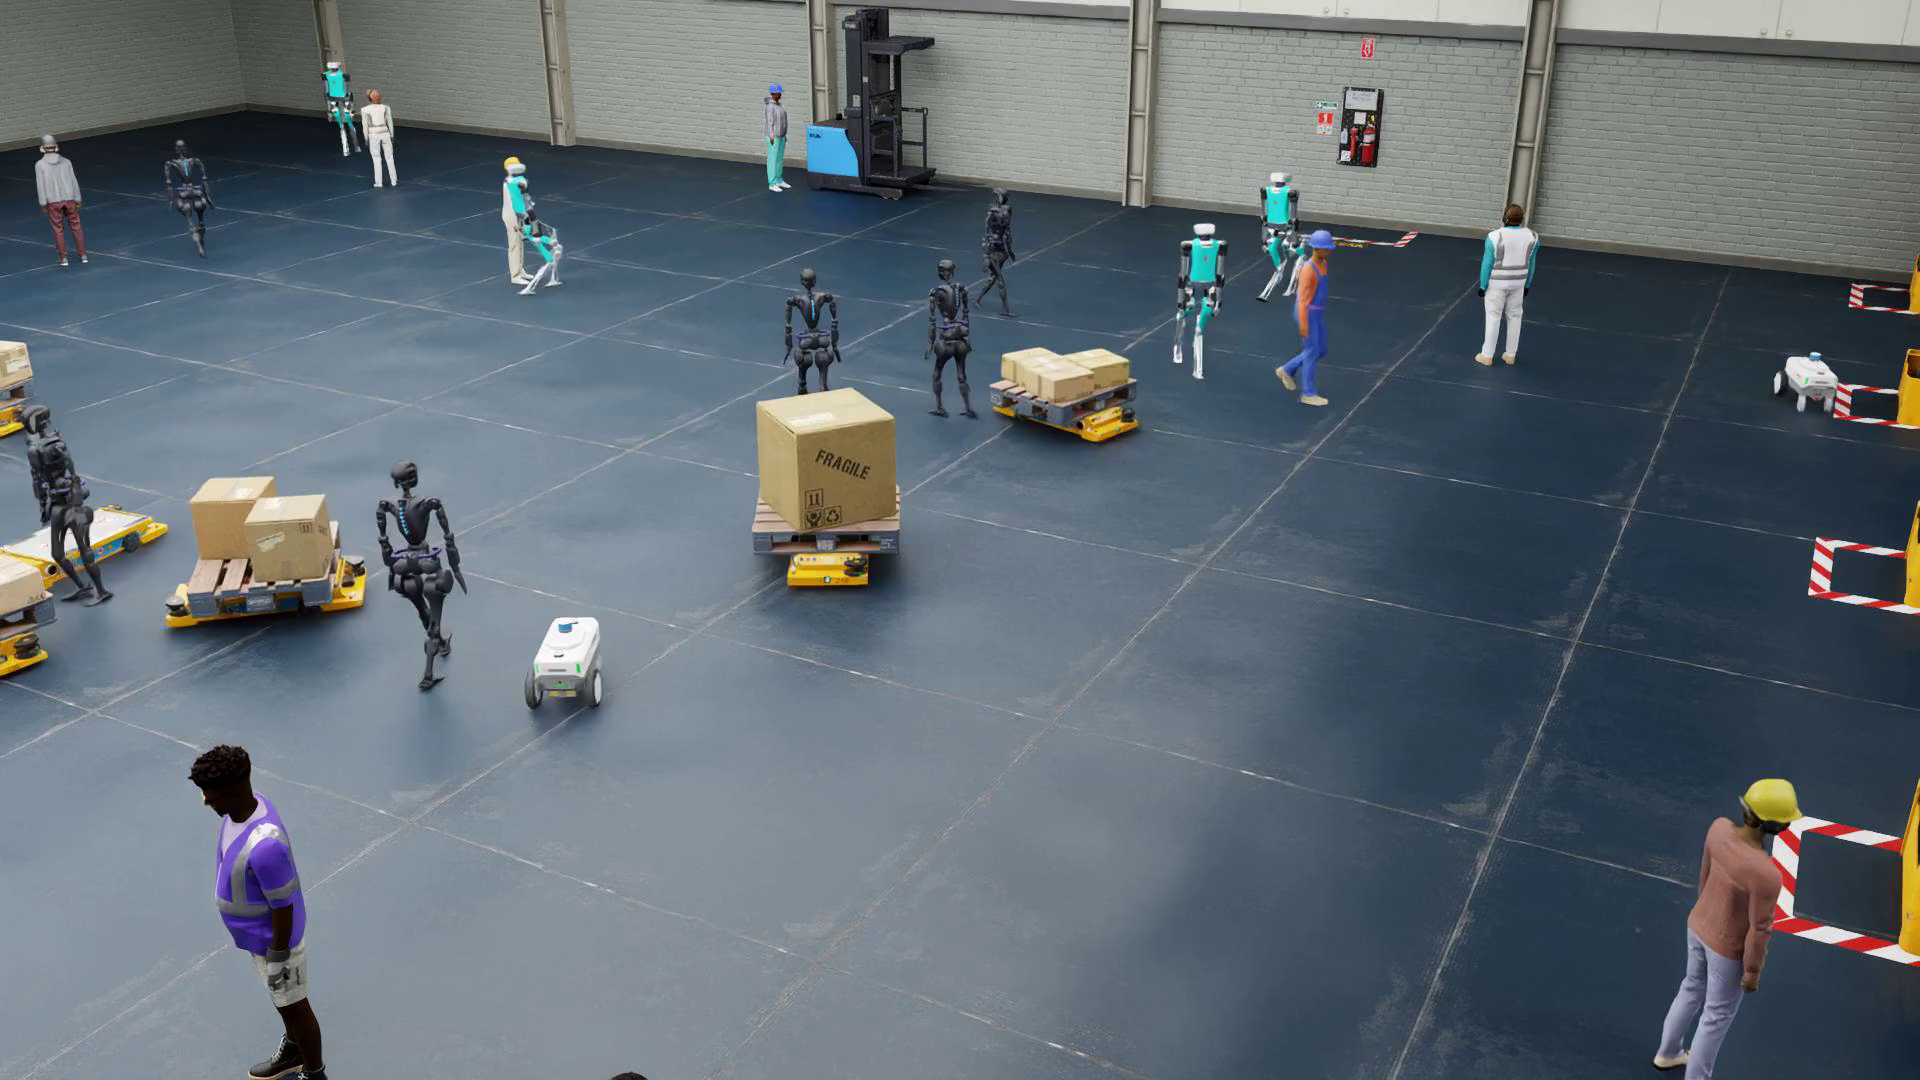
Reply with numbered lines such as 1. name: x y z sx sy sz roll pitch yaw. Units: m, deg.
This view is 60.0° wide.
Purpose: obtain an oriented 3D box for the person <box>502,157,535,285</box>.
1. person: -5.962 -4.292 22.353 0.336 1.693 0.480 -2 23 -4

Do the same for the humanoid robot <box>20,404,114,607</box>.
1. humanoid robot: -7.016 -0.274 13.025 0.601 1.640 0.322 12 26 26

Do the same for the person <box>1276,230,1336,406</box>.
1. person: 3.694 -2.369 17.619 0.555 1.889 0.555 14 27 29

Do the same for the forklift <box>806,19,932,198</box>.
1. forklift: -1.573 -7.292 27.850 1.873 2.768 1.129 12 26 25

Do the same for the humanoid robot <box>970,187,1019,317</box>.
1. humanoid robot: 0.437 -3.646 20.951 0.786 1.636 0.611 15 27 31

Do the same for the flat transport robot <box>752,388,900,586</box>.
1. flat transport robot: -1.114 0.018 14.120 0.659 0.231 1.431 -1 23 -2

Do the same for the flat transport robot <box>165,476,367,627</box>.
1. flat transport robot: -5.490 0.407 13.215 1.431 0.231 0.659 -6 24 -14

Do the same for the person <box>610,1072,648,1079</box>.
1. person: -1.128 2.651 5.903 0.595 1.916 0.375 -20 30 -38

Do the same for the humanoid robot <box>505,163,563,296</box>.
1. humanoid robot: -5.502 -4.086 21.833 0.944 1.752 0.530 -17 29 -35

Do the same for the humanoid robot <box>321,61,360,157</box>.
1. humanoid robot: -11.487 -8.039 31.125 0.546 1.857 0.842 1 23 2

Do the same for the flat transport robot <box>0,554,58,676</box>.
1. flat transport robot: -7.546 0.774 12.360 1.431 0.231 0.659 15 27 31

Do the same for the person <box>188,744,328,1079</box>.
1. person: -3.262 1.816 7.796 0.375 1.958 0.603 -15 28 -31

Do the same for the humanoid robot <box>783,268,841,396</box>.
1. humanoid robot: -1.509 -1.977 17.035 0.599 1.629 0.778 -7 24 -16

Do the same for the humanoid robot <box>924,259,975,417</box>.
1. humanoid robot: -0.082 -2.078 17.242 0.598 1.643 0.483 -21 31 -39

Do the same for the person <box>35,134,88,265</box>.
1. person: -12.627 -4.778 23.342 0.551 1.806 0.381 -20 30 -38

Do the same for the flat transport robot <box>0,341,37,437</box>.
1. flat transport robot: -10.307 -1.240 17.049 1.431 0.231 0.659 7 24 15

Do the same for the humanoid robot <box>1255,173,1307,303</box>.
1. humanoid robot: 4.164 -3.863 21.304 0.547 1.736 1.026 19 30 37

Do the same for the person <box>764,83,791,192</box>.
1. person: -3.109 -6.813 28.113 0.361 1.779 0.522 8 24 17

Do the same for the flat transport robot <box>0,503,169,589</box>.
1. flat transport robot: -7.479 0.065 14.011 0.659 0.231 1.431 9 25 20

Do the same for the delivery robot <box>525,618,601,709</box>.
1. delivery robot: -2.787 0.845 11.828 0.499 0.590 0.793 0 23 -1

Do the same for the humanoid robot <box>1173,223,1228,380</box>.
1. humanoid robot: 2.627 -2.762 18.758 0.531 1.770 0.964 -3 23 -7

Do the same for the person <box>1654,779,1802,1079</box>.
1. person: 3.655 1.891 7.876 0.360 1.757 0.541 -4 23 -8

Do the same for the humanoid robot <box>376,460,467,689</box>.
1. humanoid robot: -3.856 0.196 11.960 0.601 1.623 0.764 2 23 5

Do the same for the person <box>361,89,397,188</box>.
1. person: -9.895 -6.844 28.352 0.520 1.643 0.304 -15 27 -30

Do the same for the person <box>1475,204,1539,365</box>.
1. person: 6.195 -2.902 18.927 0.622 1.844 0.431 -2 23 -5

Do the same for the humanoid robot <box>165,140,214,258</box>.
1. humanoid robot: -11.075 -4.909 23.868 0.616 1.625 0.774 -17 28 -34

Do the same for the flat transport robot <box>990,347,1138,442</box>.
1. flat transport robot: 1.085 -1.336 17.273 1.431 0.231 0.659 21 31 40

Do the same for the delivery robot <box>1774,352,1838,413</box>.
1. delivery robot: 9.082 -1.713 17.771 0.499 0.581 0.774 4 23 8
